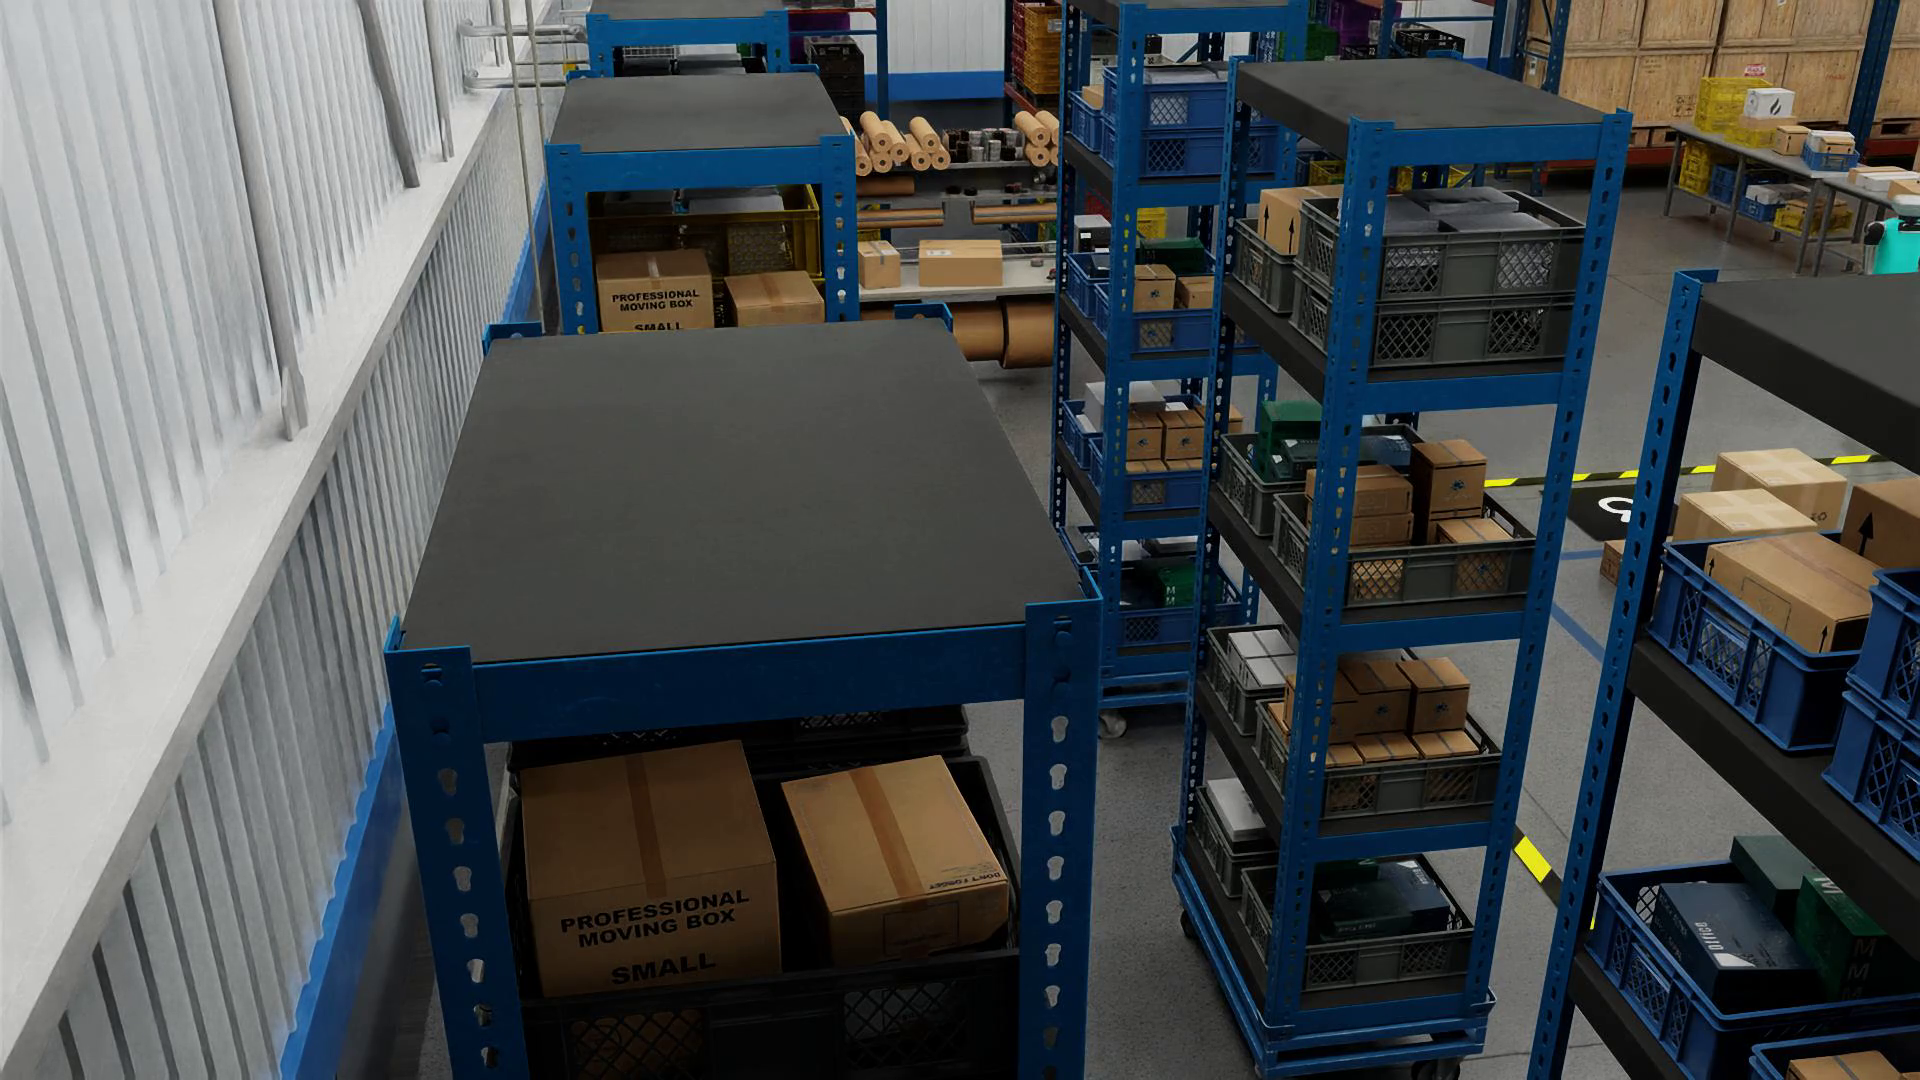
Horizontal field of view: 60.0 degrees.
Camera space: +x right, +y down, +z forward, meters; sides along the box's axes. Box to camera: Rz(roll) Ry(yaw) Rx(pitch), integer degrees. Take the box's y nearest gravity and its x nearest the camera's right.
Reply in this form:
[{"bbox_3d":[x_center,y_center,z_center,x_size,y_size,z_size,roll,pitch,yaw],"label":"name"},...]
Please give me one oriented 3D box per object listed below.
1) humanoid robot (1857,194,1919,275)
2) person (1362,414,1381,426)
[{"bbox_3d":[6.652,-1.544,11.736,0.533,1.677,0.735,0,25,0],"label":"humanoid robot"},{"bbox_3d":[1.826,0.193,7.985,0.589,1.851,0.401,-1,25,-3],"label":"person"}]
